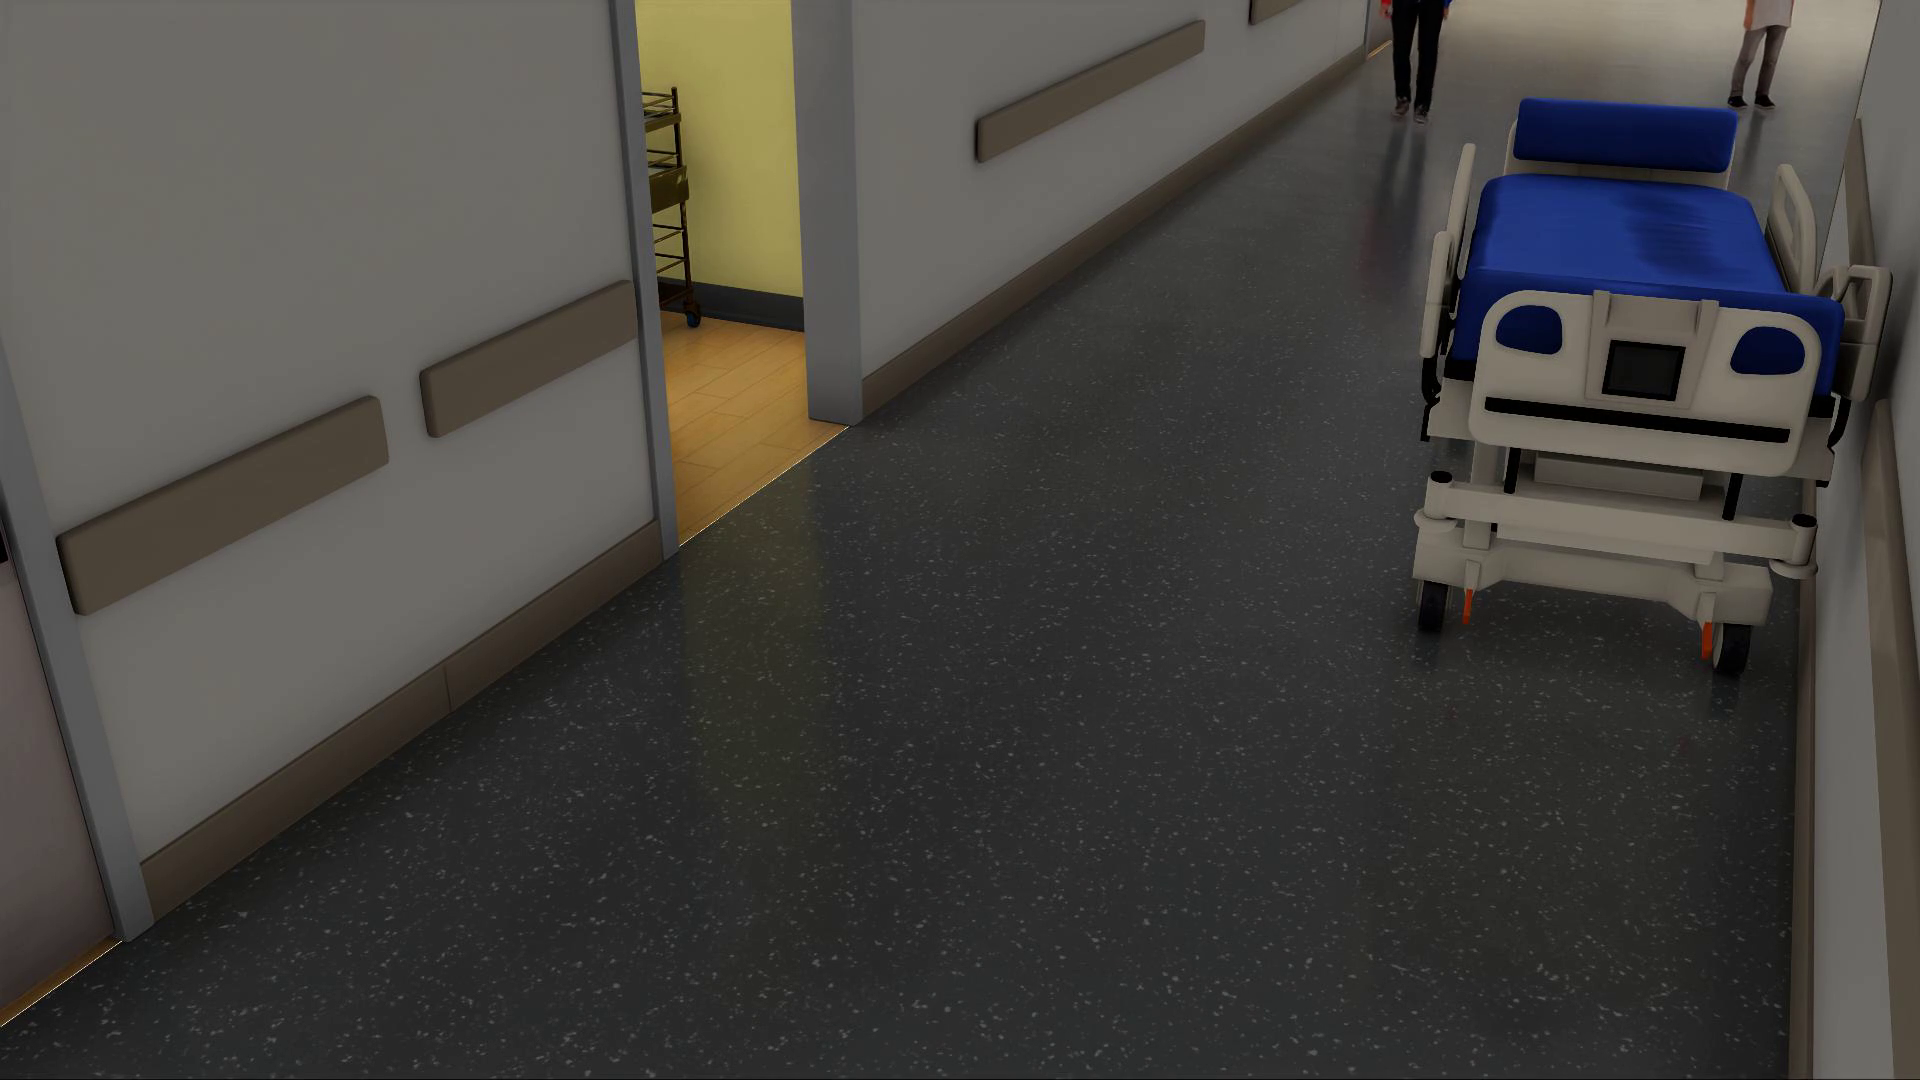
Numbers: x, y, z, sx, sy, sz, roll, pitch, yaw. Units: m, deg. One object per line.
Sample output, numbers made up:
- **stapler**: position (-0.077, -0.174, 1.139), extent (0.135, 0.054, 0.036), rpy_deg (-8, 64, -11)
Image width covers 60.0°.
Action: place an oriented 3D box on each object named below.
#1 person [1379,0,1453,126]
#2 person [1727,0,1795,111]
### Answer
- **person**: position (3.228, -3.833, 11.693), extent (0.900, 1.729, 0.755), rpy_deg (10, 28, 20)
- **person**: position (5.894, -3.870, 12.106), extent (0.557, 1.437, 0.644), rpy_deg (-4, 26, -7)
